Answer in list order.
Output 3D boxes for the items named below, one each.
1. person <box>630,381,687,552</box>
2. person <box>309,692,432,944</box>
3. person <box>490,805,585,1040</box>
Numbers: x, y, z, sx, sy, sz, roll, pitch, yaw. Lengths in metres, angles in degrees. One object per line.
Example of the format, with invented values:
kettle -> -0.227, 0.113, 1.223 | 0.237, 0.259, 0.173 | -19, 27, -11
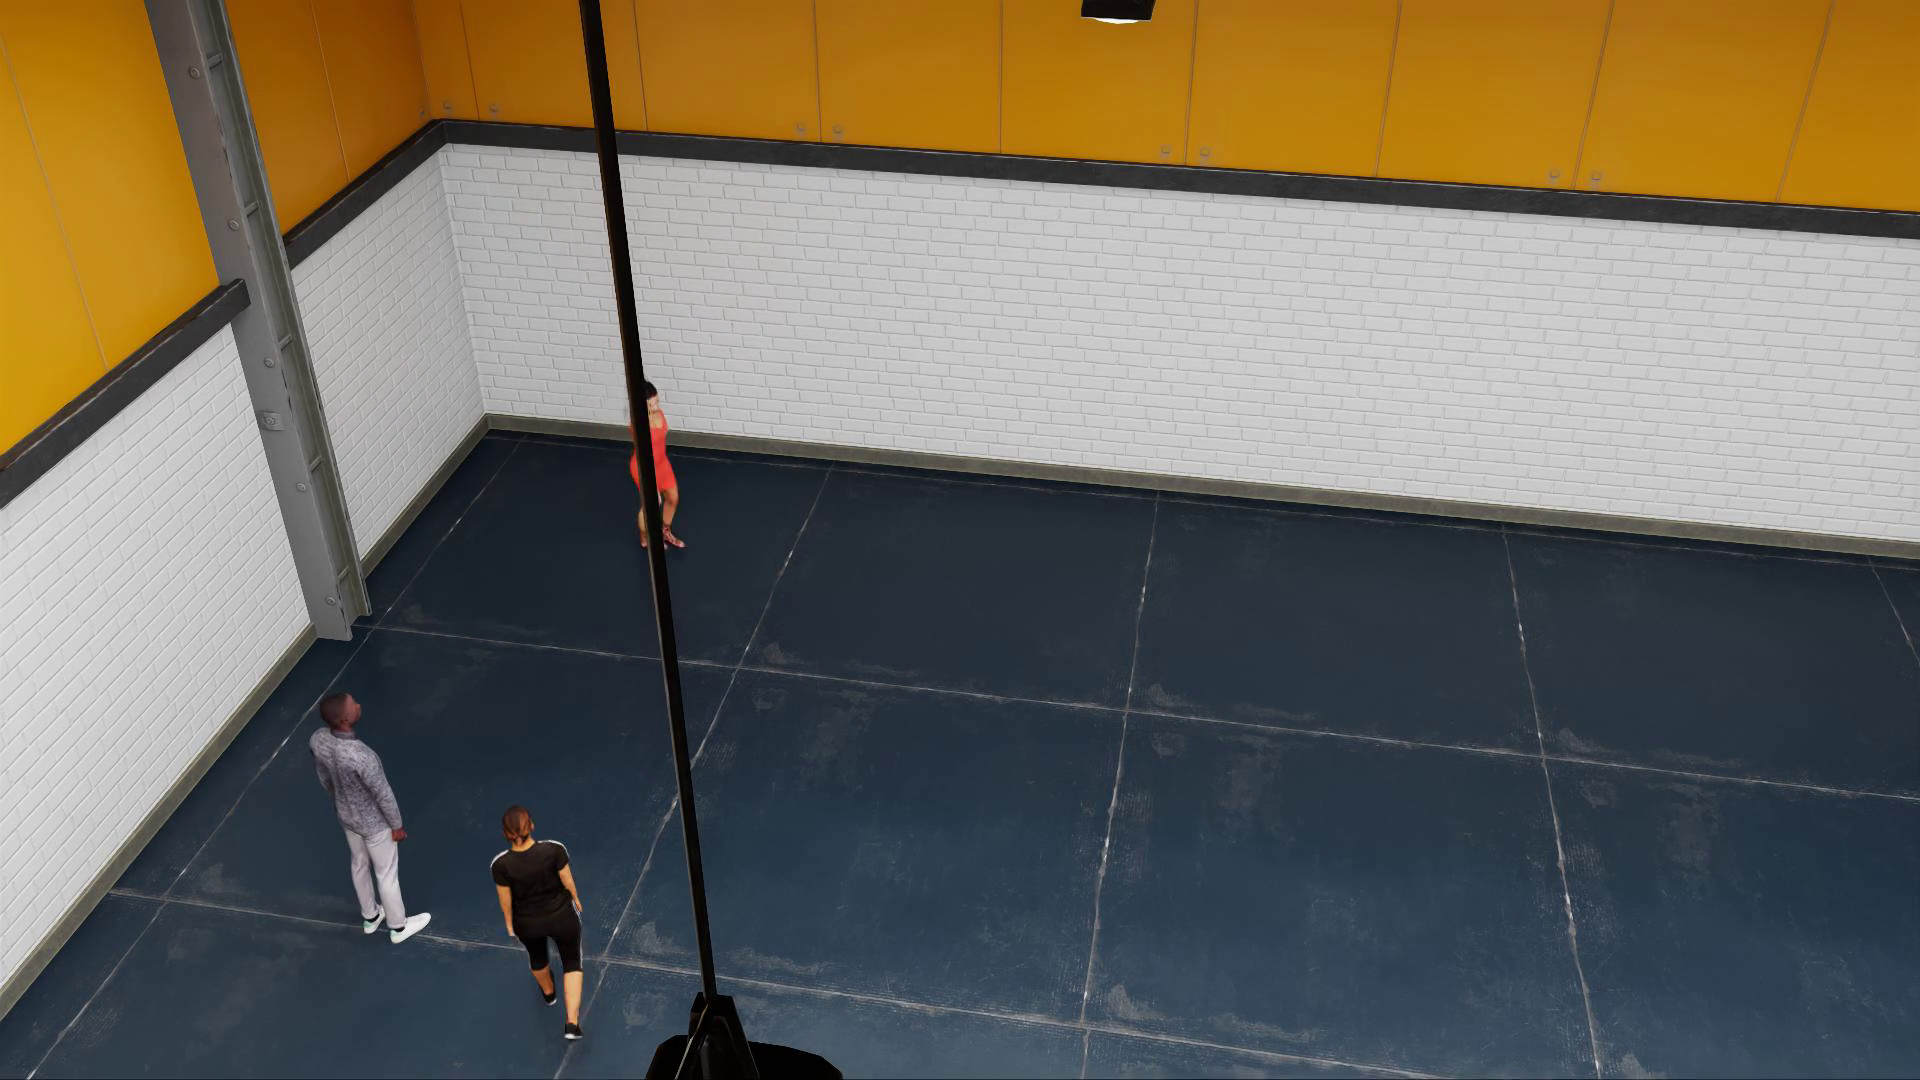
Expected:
person -> -2.580, -0.588, 13.668 | 0.730, 1.686, 0.617 | 5, 34, 7
person -> -3.632, 1.684, 10.114 | 0.757, 1.836, 0.680 | 17, 37, 24
person -> -2.364, 2.193, 9.518 | 0.805, 1.649, 1.016 | -7, 34, -11
